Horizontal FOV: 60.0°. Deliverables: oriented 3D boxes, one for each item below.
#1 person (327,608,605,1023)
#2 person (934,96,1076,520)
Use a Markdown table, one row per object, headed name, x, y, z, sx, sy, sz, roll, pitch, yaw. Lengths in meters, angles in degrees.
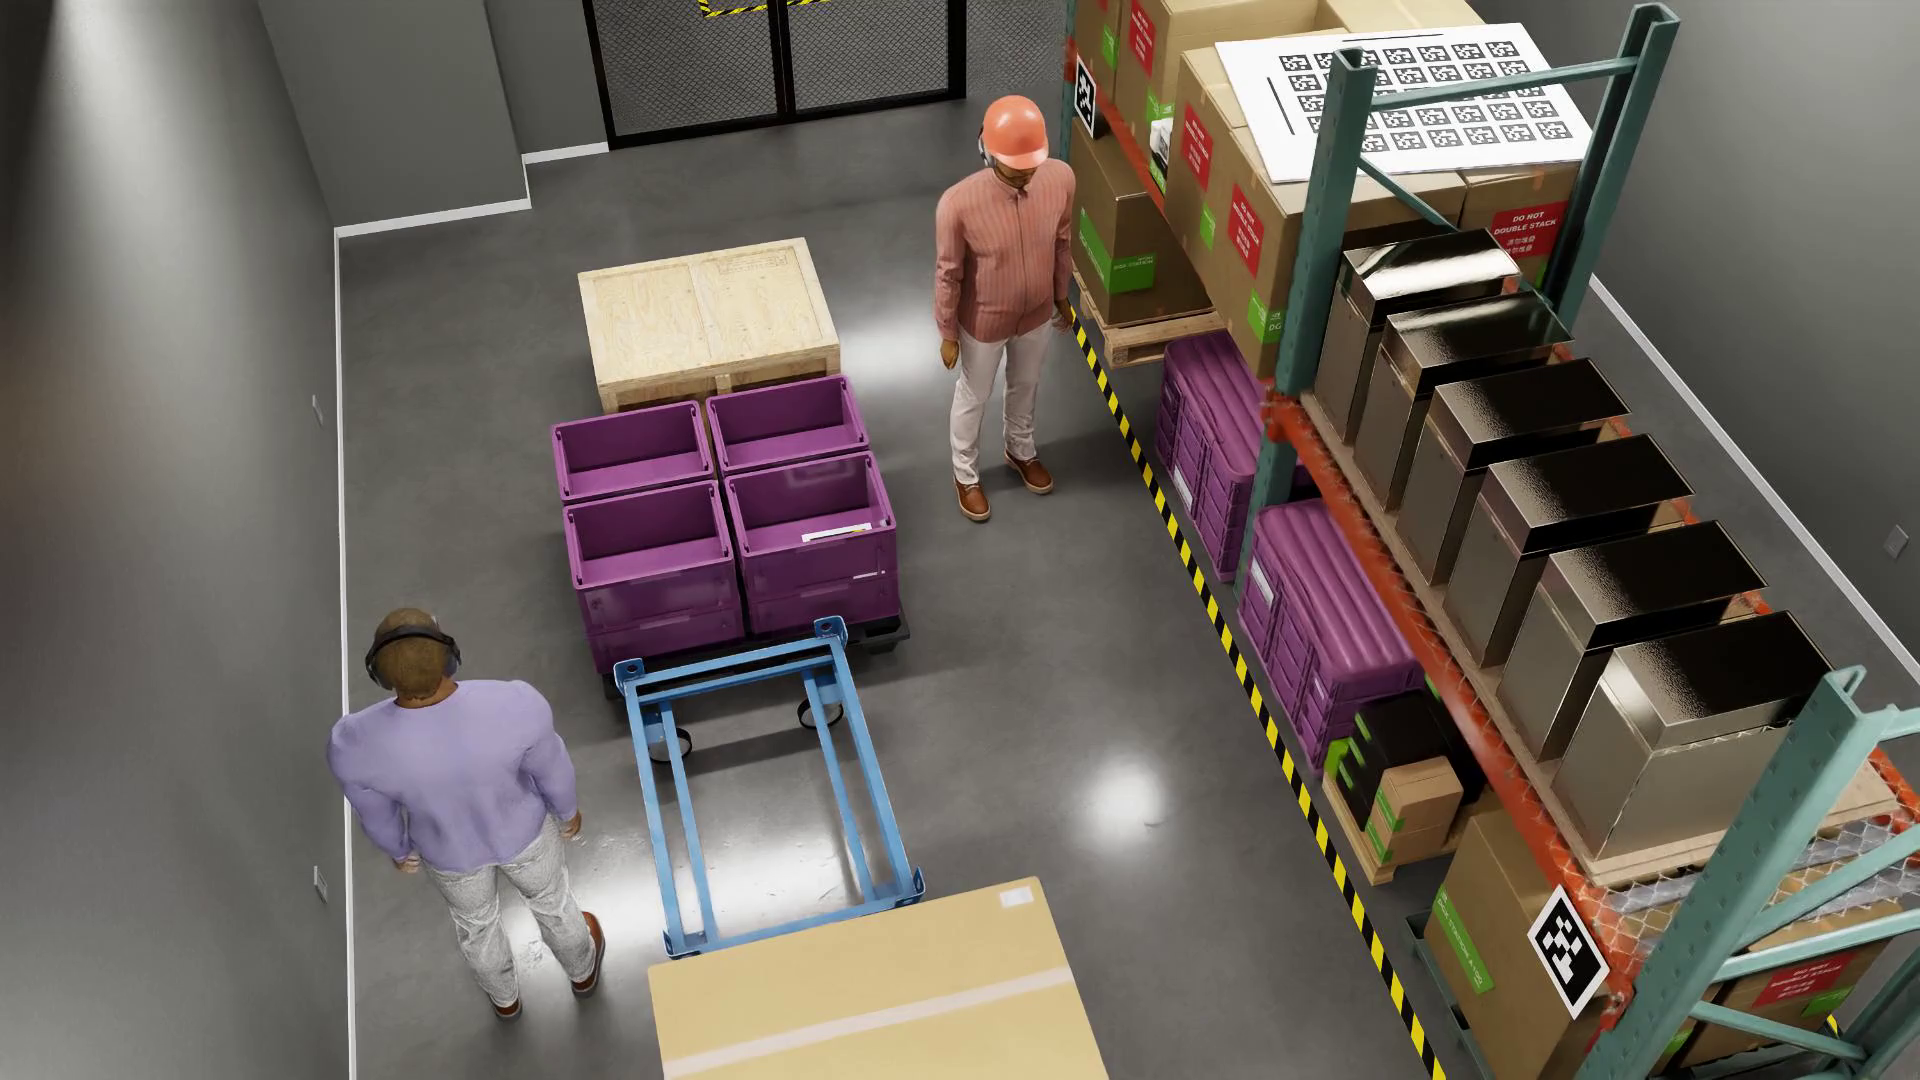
| name | x | y | z | sx | sy | sz | roll | pitch | yaw |
| --- | --- | --- | --- | --- | --- | --- | --- | --- | --- |
| person | -1.464 | 0.874 | 5.084 | 0.628 | 1.940 | 0.373 | -13 | 49 | -12 |
| person | 0.197 | -0.905 | 6.680 | 0.622 | 1.992 | 0.373 | -22 | 51 | -19 |
